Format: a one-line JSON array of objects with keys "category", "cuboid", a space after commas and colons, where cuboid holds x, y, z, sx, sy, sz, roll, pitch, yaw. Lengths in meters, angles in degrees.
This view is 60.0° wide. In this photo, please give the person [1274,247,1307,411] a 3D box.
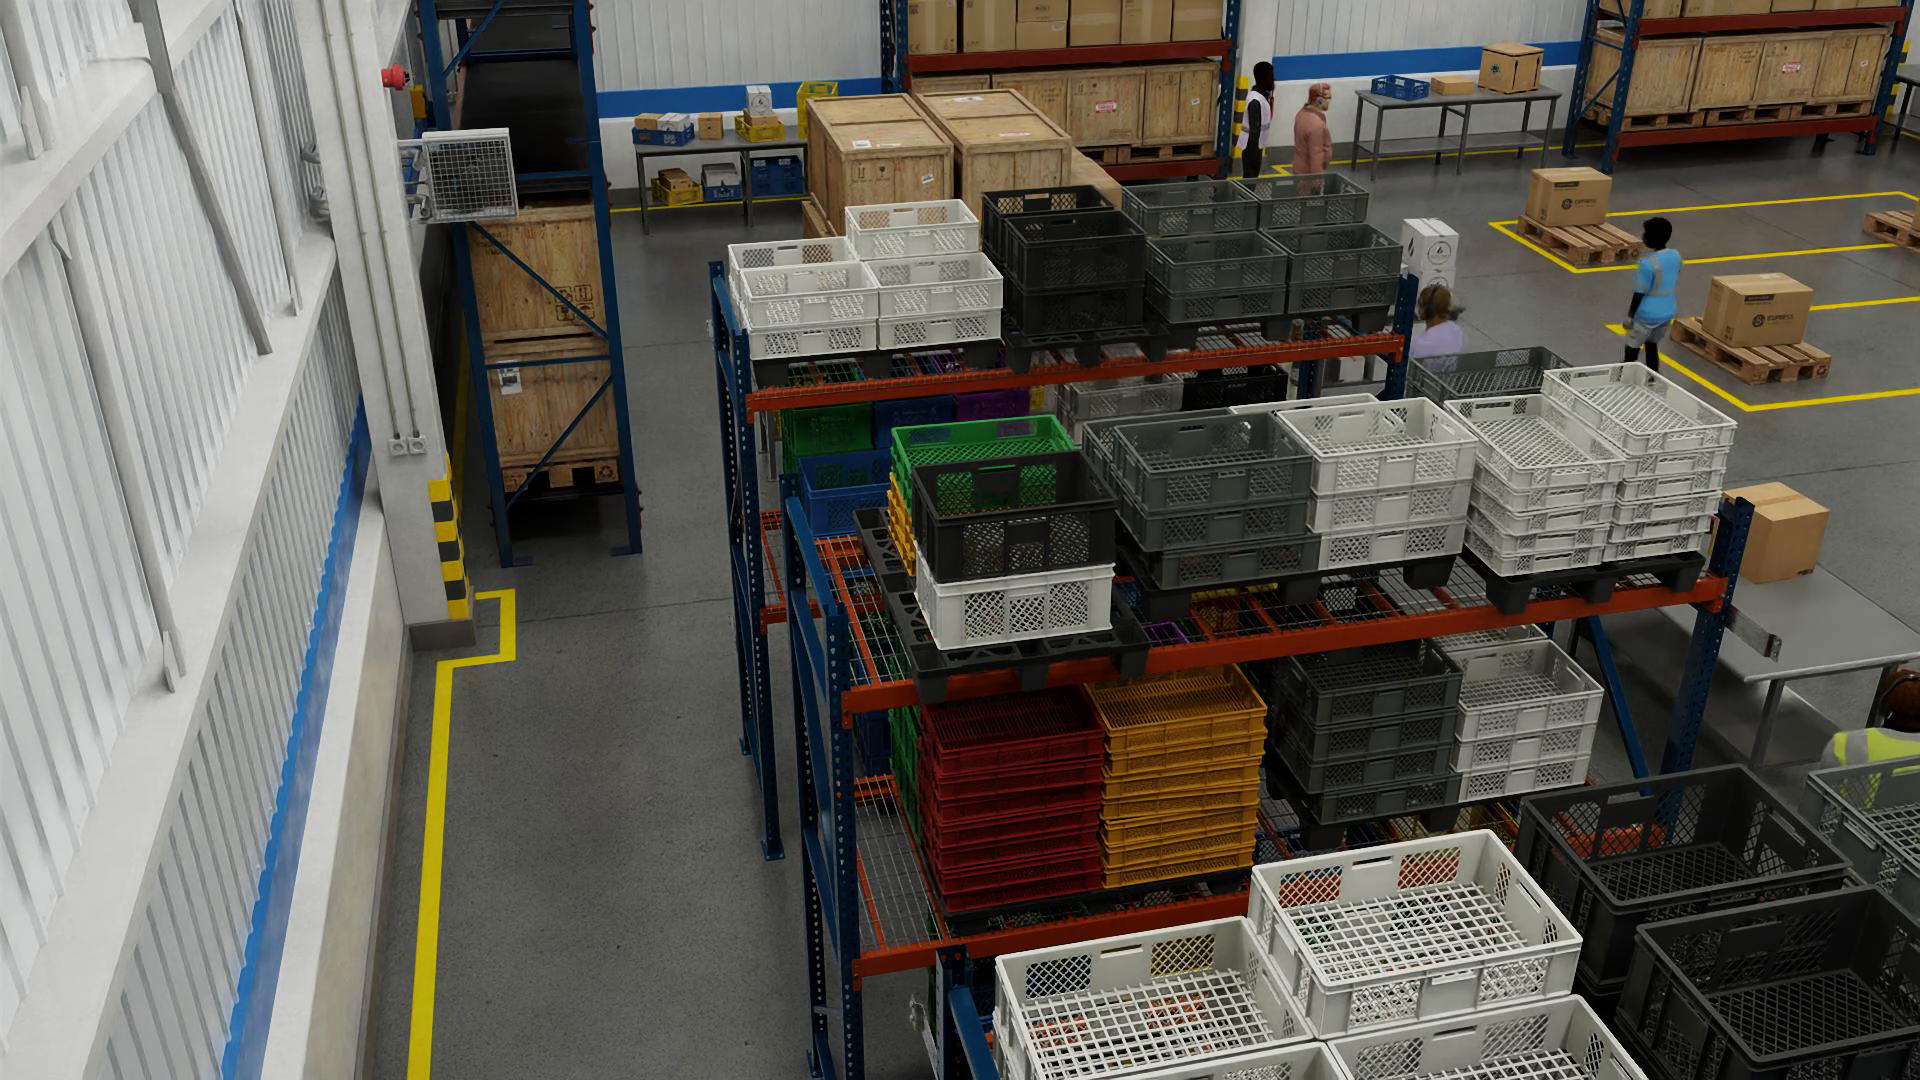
[{"category": "person", "cuboid": [2.630, -1.455, 13.091, 0.322, 1.862, 0.510, 2, 28, 4]}]

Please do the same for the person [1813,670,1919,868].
[{"category": "person", "cuboid": [4.172, 1.417, 7.670, 0.631, 1.836, 0.429, 5, 28, 9]}]

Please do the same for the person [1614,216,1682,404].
[{"category": "person", "cuboid": [5.900, -1.941, 14.211, 0.551, 1.667, 0.377, -20, 34, -32]}]

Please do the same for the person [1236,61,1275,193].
[{"category": "person", "cuboid": [3.275, -4.356, 18.531, 0.392, 1.917, 0.589, 5, 28, 9]}]

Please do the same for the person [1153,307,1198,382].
[{"category": "person", "cuboid": [1.519, -0.947, 12.102, 0.659, 1.864, 0.590, -6, 28, -11]}]

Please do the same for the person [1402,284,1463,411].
[{"category": "person", "cuboid": [3.390, -0.898, 11.959, 0.601, 1.921, 0.644, 20, 34, 33]}]

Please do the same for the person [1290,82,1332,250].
[{"category": "person", "cuboid": [3.734, -3.903, 17.683, 0.404, 1.904, 0.650, -2, 28, -3]}]
